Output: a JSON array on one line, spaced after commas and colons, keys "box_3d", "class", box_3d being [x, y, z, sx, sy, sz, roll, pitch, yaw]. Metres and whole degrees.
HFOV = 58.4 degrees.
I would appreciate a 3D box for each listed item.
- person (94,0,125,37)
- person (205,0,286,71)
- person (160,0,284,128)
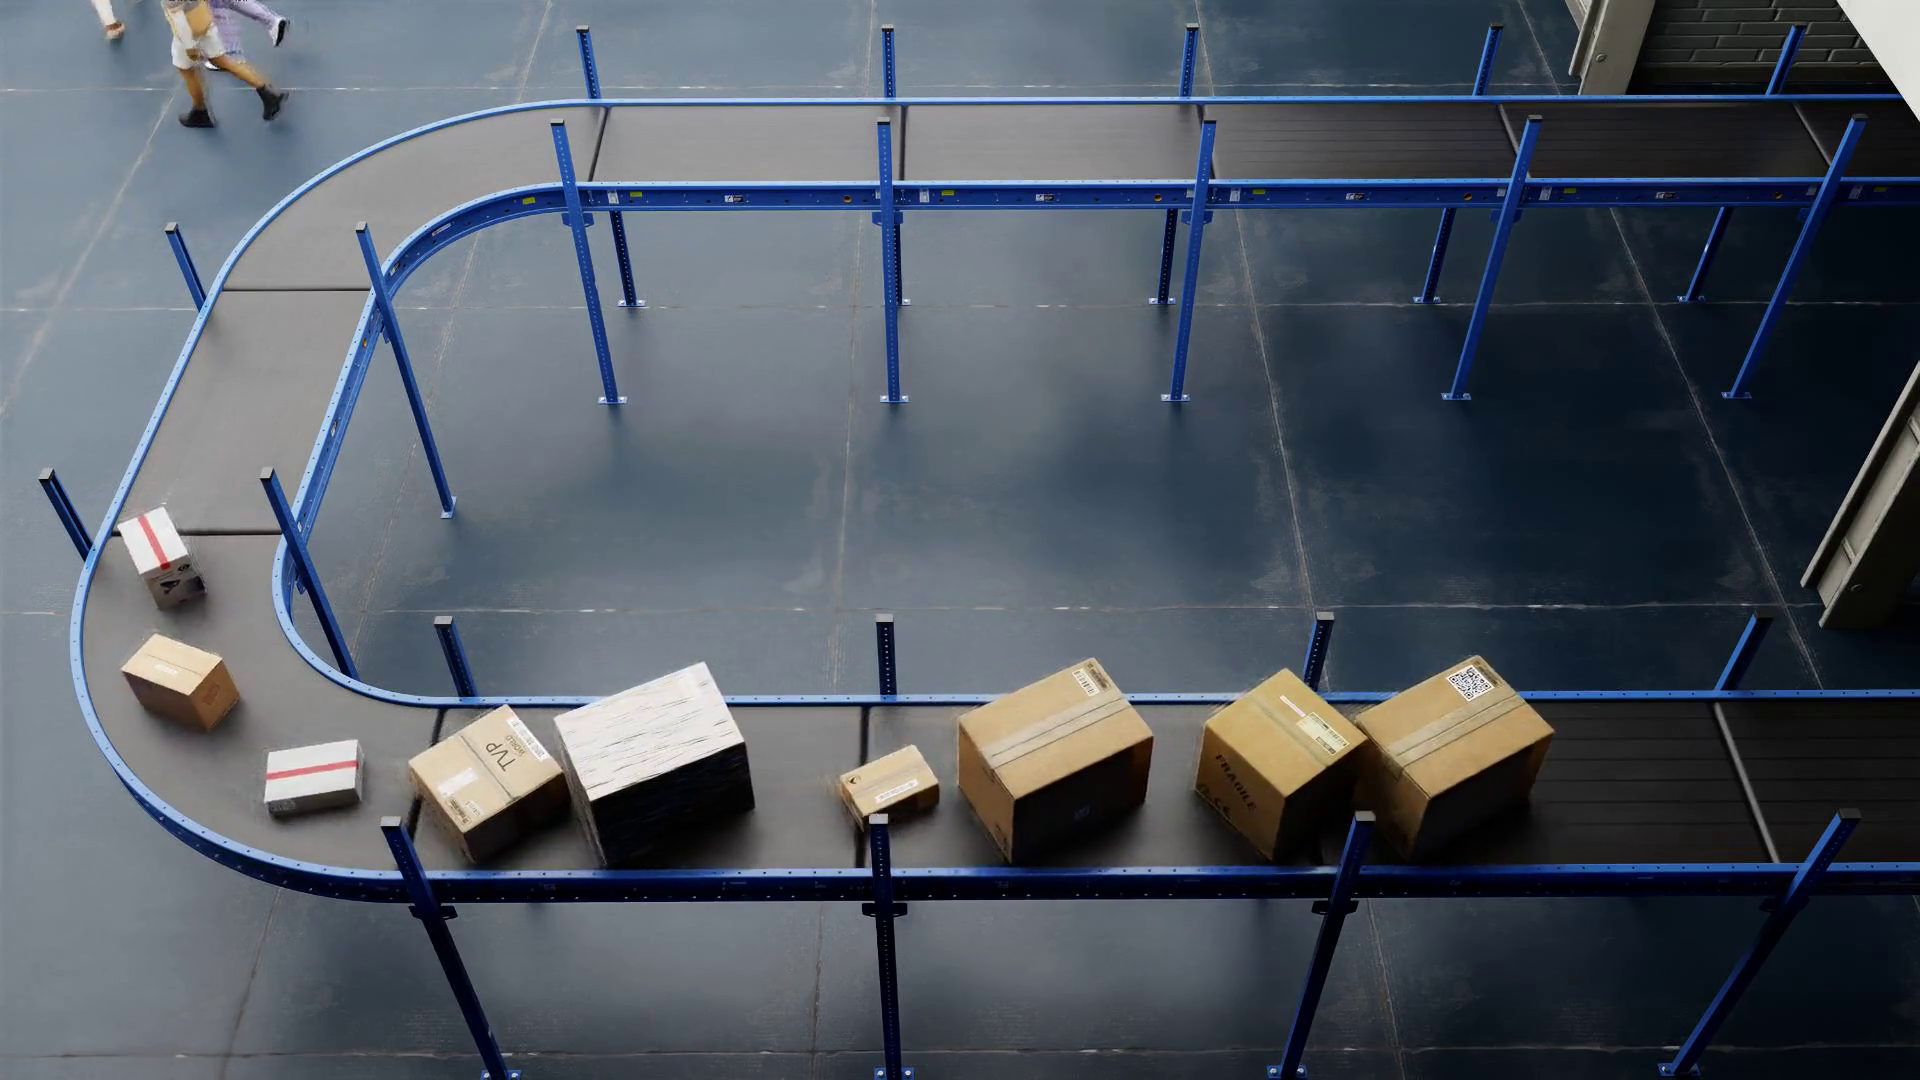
[{"box_3d": [-7.647, -5.468, 15.062, 0.627, 1.940, 1.072, -9, 48, -8], "class": "person"}, {"box_3d": [-6.299, -4.884, 14.549, 0.645, 1.890, 0.651, -4, 47, -4], "class": "person"}, {"box_3d": [-6.148, -4.186, 13.893, 0.877, 1.906, 0.547, 3, 47, 3], "class": "person"}]
